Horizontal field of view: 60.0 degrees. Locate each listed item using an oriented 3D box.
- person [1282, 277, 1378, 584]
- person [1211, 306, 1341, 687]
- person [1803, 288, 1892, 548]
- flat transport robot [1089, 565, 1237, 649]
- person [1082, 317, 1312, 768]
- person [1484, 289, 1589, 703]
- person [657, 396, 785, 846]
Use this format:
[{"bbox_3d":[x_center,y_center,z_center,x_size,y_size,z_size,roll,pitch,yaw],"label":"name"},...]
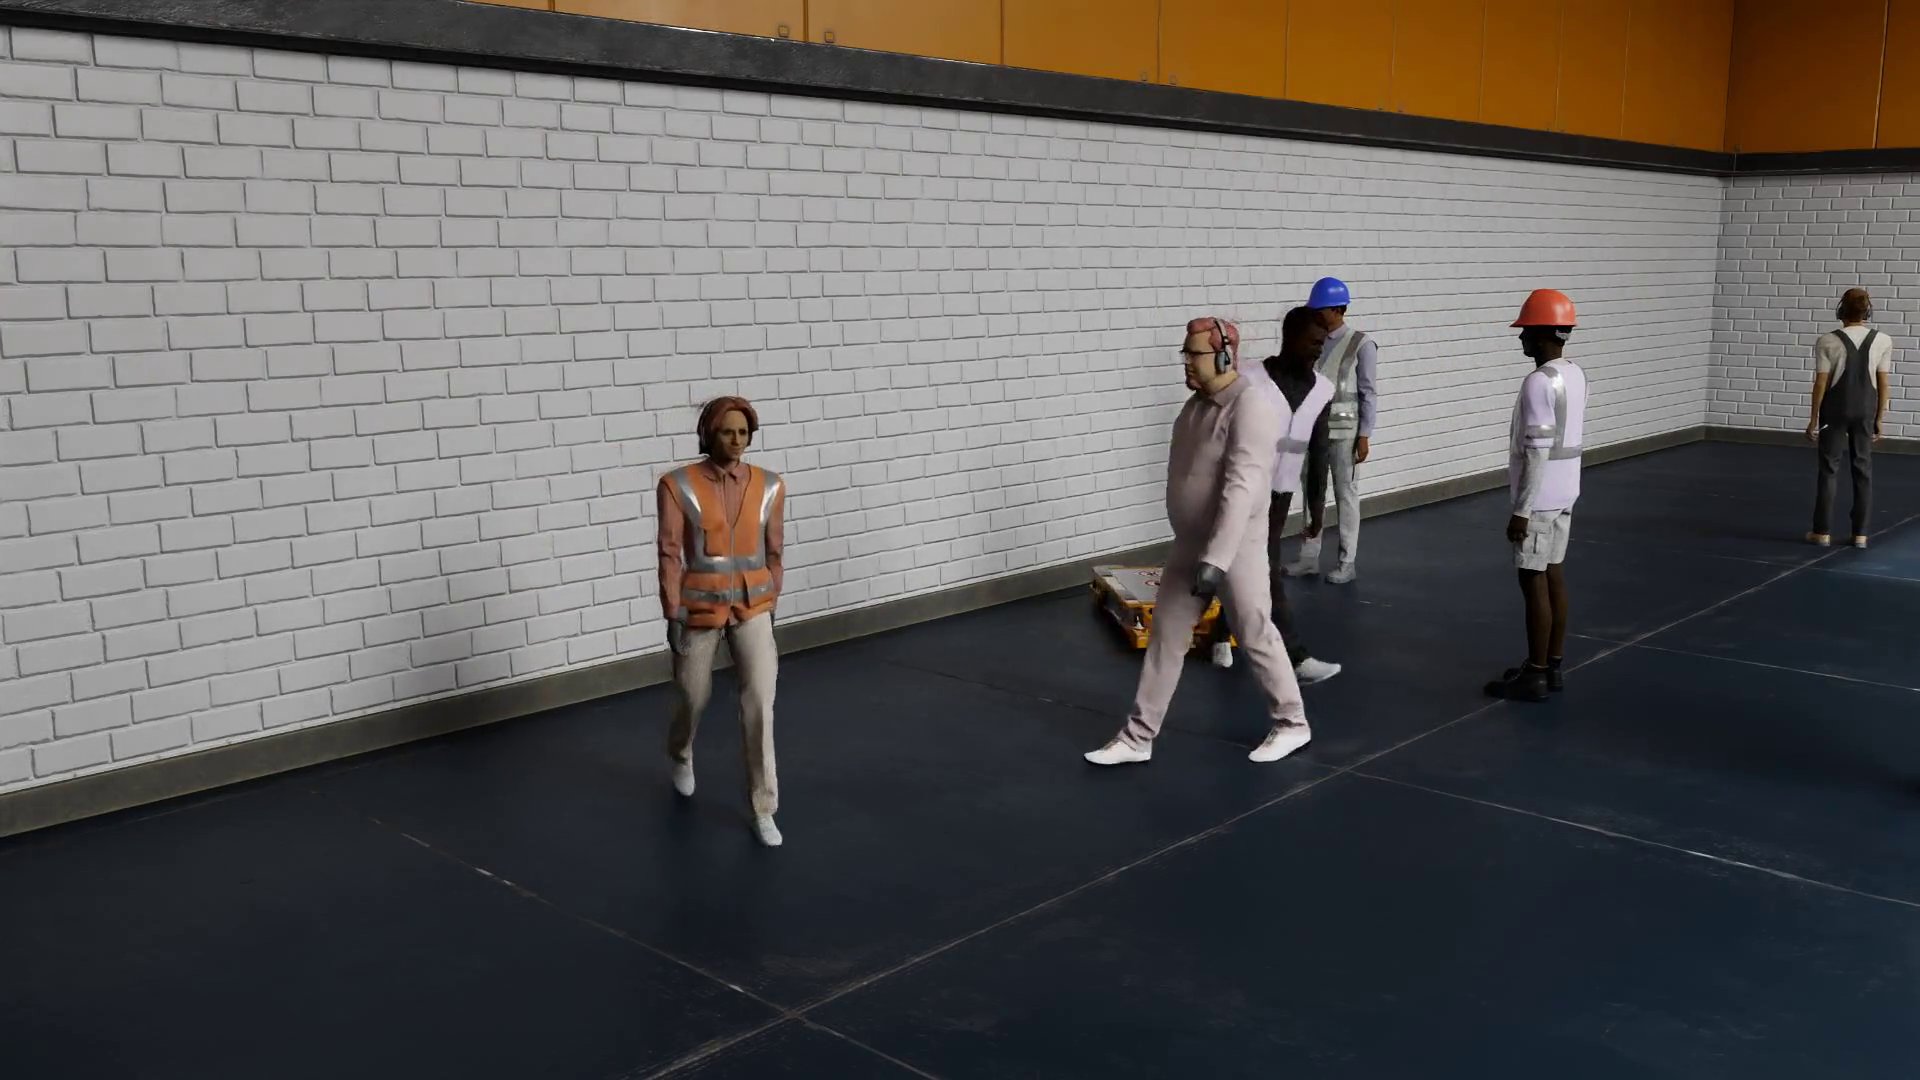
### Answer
[{"bbox_3d":[2.354,-0.695,10.618,0.402,1.940,0.616,-9,13,-42],"label":"person"},{"bbox_3d":[1.519,-0.216,8.178,0.667,1.843,0.992,-5,11,-26],"label":"person"},{"bbox_3d":[6.321,-0.854,11.860,0.520,1.850,0.468,2,10,10],"label":"person"},{"bbox_3d":[1.176,0.353,9.405,0.652,0.197,1.431,-1,10,-6],"label":"flat transport robot"},{"bbox_3d":[1.036,0.027,6.773,0.983,1.859,0.641,-5,11,-24],"label":"person"},{"bbox_3d":[2.720,-0.205,7.841,0.357,1.937,0.551,8,13,37],"label":"person"},{"bbox_3d":[-0.898,0.257,6.174,0.503,1.610,0.815,-4,11,-22],"label":"person"}]
